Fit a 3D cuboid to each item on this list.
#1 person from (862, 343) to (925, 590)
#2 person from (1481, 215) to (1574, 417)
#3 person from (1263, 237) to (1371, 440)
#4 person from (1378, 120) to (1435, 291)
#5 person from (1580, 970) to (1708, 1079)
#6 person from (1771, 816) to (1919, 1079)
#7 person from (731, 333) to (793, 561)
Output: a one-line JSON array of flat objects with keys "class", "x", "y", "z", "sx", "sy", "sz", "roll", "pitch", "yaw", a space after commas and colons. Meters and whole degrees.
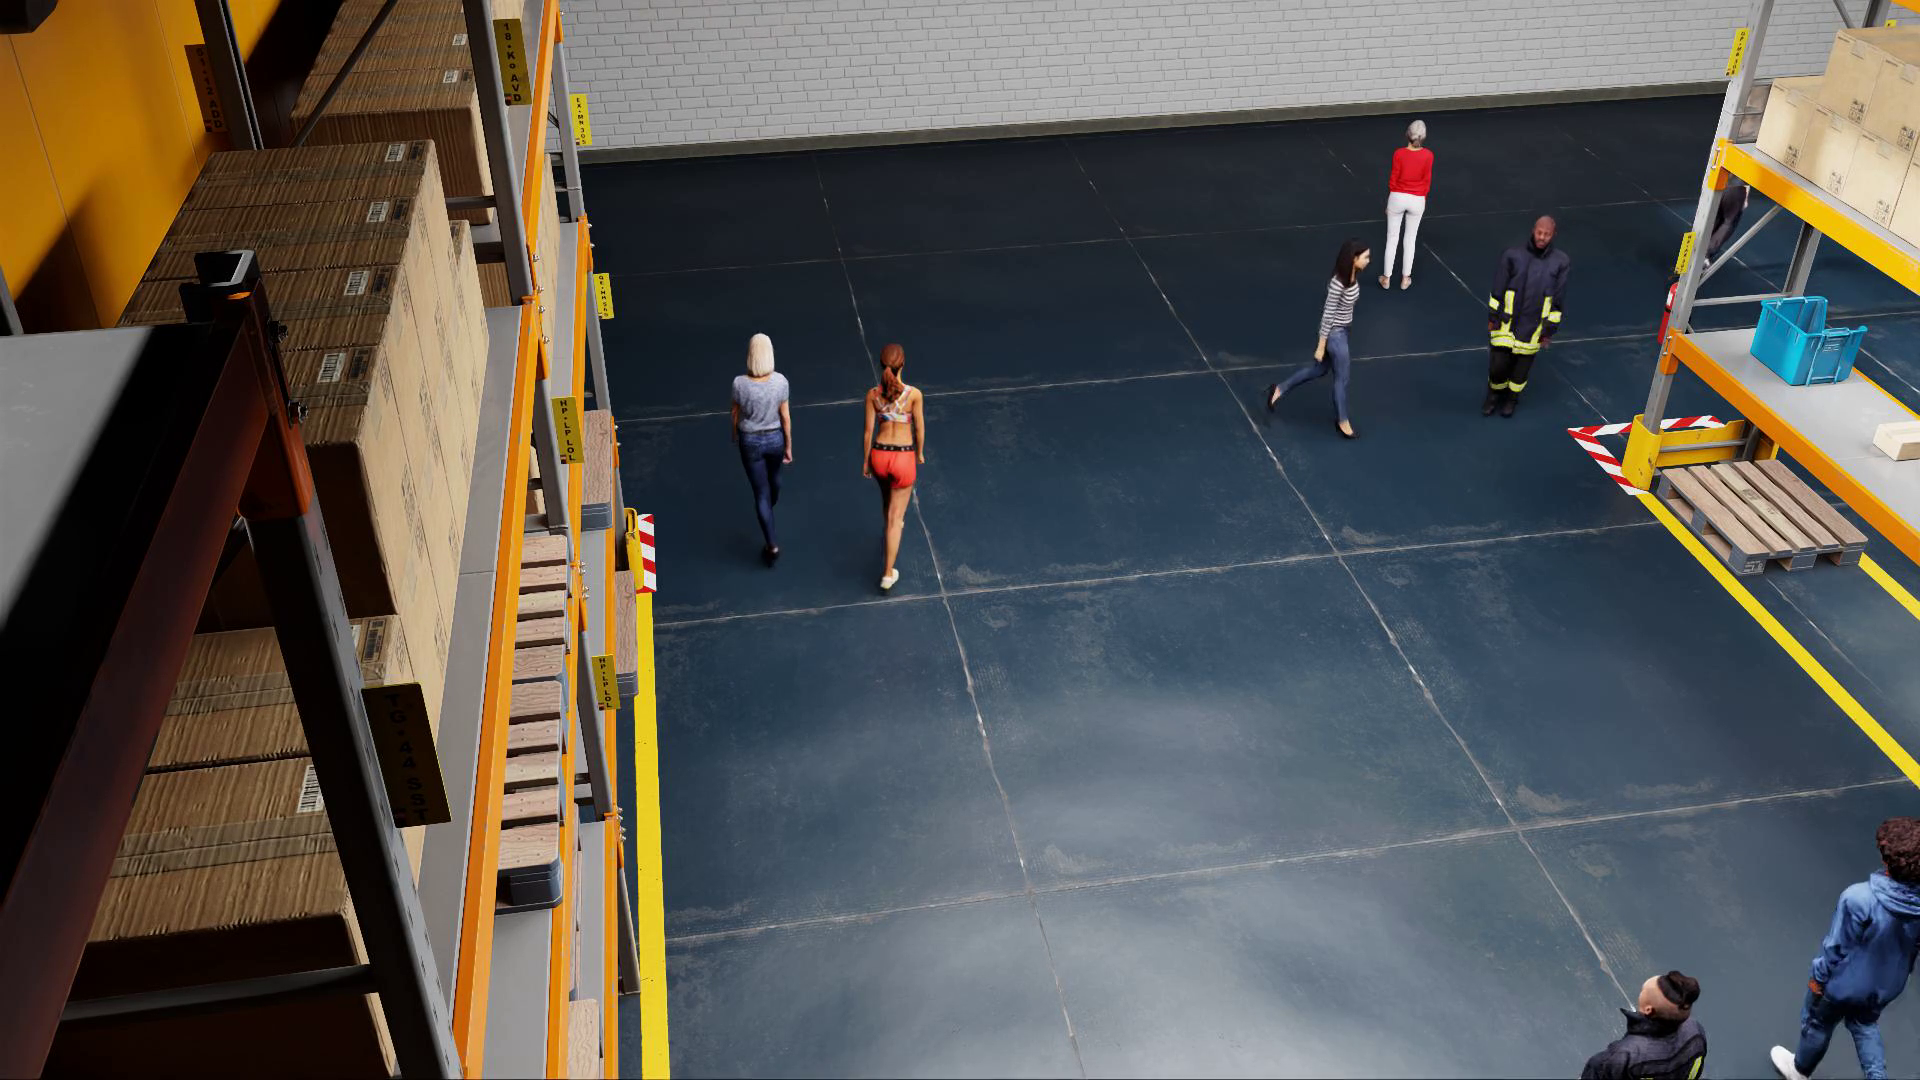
[{"class": "person", "x": -0.483, "y": -0.483, "z": 11.812, "sx": 0.841, "sy": 1.736, "sz": 1.182, "roll": 6, "pitch": 34, "yaw": 9}, {"class": "person", "x": 4.708, "y": -1.907, "z": 13.886, "sx": 0.896, "sy": 1.812, "sz": 0.928, "roll": 11, "pitch": 35, "yaw": 16}, {"class": "person", "x": 2.936, "y": -1.633, "z": 13.524, "sx": 1.081, "sy": 1.756, "sz": 1.101, "roll": 16, "pitch": 37, "yaw": 23}, {"class": "person", "x": 4.283, "y": -3.217, "z": 15.964, "sx": 0.618, "sy": 1.694, "sz": 0.641, "roll": 5, "pitch": 34, "yaw": 8}, {"class": "person", "x": 2.870, "y": 2.566, "z": 7.136, "sx": 0.963, "sy": 1.834, "sz": 1.119, "roll": -18, "pitch": 38, "yaw": -25}, {"class": "person", "x": 4.319, "y": 2.097, "z": 7.877, "sx": 0.706, "sy": 1.796, "sz": 0.916, "roll": -3, "pitch": 34, "yaw": -5}, {"class": "person", "x": -1.424, "y": -0.634, "z": 12.103, "sx": 0.640, "sy": 1.666, "sz": 1.153, "roll": -8, "pitch": 34, "yaw": -12}]
